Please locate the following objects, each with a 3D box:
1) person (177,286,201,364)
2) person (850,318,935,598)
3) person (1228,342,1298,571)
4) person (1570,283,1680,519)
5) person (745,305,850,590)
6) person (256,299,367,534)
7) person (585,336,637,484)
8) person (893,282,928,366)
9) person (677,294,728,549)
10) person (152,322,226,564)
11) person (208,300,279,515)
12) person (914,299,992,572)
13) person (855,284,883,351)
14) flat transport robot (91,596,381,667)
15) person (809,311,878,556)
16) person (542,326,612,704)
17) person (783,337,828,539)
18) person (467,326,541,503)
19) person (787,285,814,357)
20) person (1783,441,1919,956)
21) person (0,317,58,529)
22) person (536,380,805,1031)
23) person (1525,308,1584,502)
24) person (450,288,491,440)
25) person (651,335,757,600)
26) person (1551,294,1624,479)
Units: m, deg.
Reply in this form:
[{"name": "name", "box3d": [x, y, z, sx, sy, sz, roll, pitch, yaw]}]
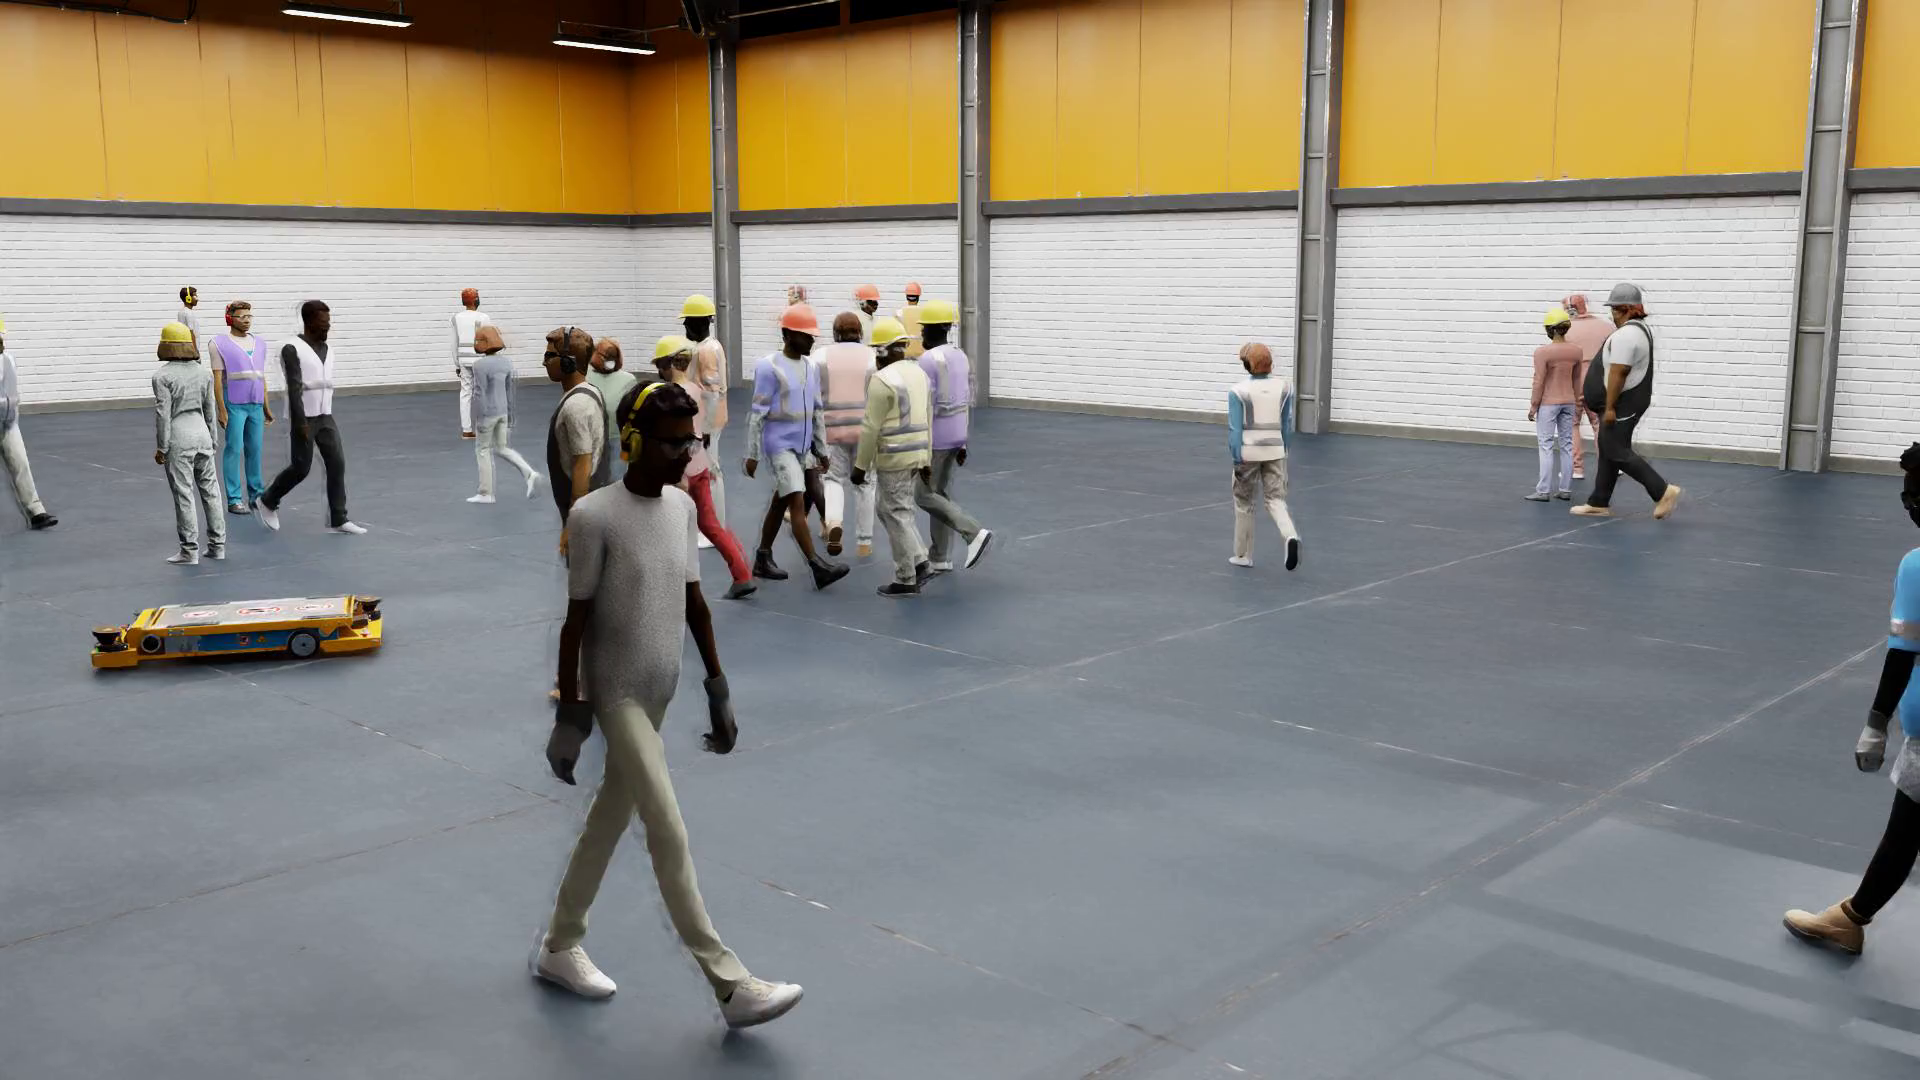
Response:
[{"name": "person", "box3d": [-10.857, -2.643, 23.540, 0.328, 1.872, 0.510, -7, 12, -38]}, {"name": "person", "box3d": [-0.432, -0.516, 10.695, 0.449, 1.808, 0.584, 4, 10, 23]}, {"name": "person", "box3d": [2.118, -0.573, 11.615, 0.504, 1.613, 0.685, -3, 10, -15]}, {"name": "person", "box3d": [5.654, -1.172, 13.996, 0.831, 2.000, 0.689, 6, 11, 31]}, {"name": "person", "box3d": [-1.075, -0.618, 11.107, 0.989, 1.873, 0.567, 6, 11, 34]}, {"name": "person", "box3d": [-5.231, -0.977, 13.283, 0.851, 1.887, 0.584, 3, 10, 17]}, {"name": "person", "box3d": [-2.767, -0.796, 13.028, 0.542, 1.607, 0.670, -3, 10, -17]}, {"name": "person", "box3d": [-0.638, -2.548, 22.746, 0.545, 1.939, 0.373, 0, 9, 2]}, {"name": "person", "box3d": [-1.952, -0.897, 12.658, 0.369, 1.925, 0.594, -2, 9, -9]}, {"name": "person", "box3d": [-5.586, -0.696, 11.989, 0.324, 1.742, 0.492, 5, 10, 27]}, {"name": "person", "box3d": [-6.254, -1.156, 14.494, 0.389, 1.846, 0.567, 4, 10, 23]}, {"name": "person", "box3d": [-0.076, -0.702, 11.495, 0.592, 1.915, 0.592, 4, 10, 25]}, {"name": "person", "box3d": [-1.120, -1.963, 19.119, 0.983, 1.956, 0.621, 4, 10, 22]}, {"name": "flat transport robot", "box3d": [-3.968, 0.490, 9.217, 1.431, 0.197, 0.652, -3, 10, -19]}, {"name": "person", "box3d": [-0.804, -0.749, 12.089, 0.636, 1.820, 0.610, 0, 9, -2]}, {"name": "person", "box3d": [-1.871, -0.120, 8.143, 0.345, 1.847, 0.504, -1, 9, -6]}, {"name": "person", "box3d": [-1.224, -0.847, 13.174, 0.537, 1.646, 0.853, -9, 13, -43]}, {"name": "person", "box3d": [-4.156, -1.121, 14.989, 0.640, 1.614, 0.506, 3, 10, 18]}, {"name": "person", "box3d": [-2.413, -2.710, 23.923, 0.830, 1.873, 0.686, 1, 9, 6]}, {"name": "person", "box3d": [2.882, 0.529, 4.794, 0.567, 1.642, 0.908, -7, 12, -36]}, {"name": "person", "box3d": [-7.850, -0.957, 13.496, 0.973, 1.782, 0.587, 4, 10, 21]}, {"name": "person", "box3d": [-0.854, 0.465, 4.672, 1.005, 1.808, 0.530, 4, 10, 25]}, {"name": "person", "box3d": [5.420, -1.226, 15.173, 0.524, 1.769, 0.309, -3, 10, -20]}, {"name": "person", "box3d": [-6.023, -2.174, 20.634, 0.574, 1.881, 0.356, 2, 10, 15]}, {"name": "person", "box3d": [-1.730, -0.441, 10.560, 0.895, 1.717, 0.522, 2, 9, 9]}, {"name": "person", "box3d": [6.319, -1.534, 16.774, 0.769, 1.863, 0.472, 1, 9, 5]}]
